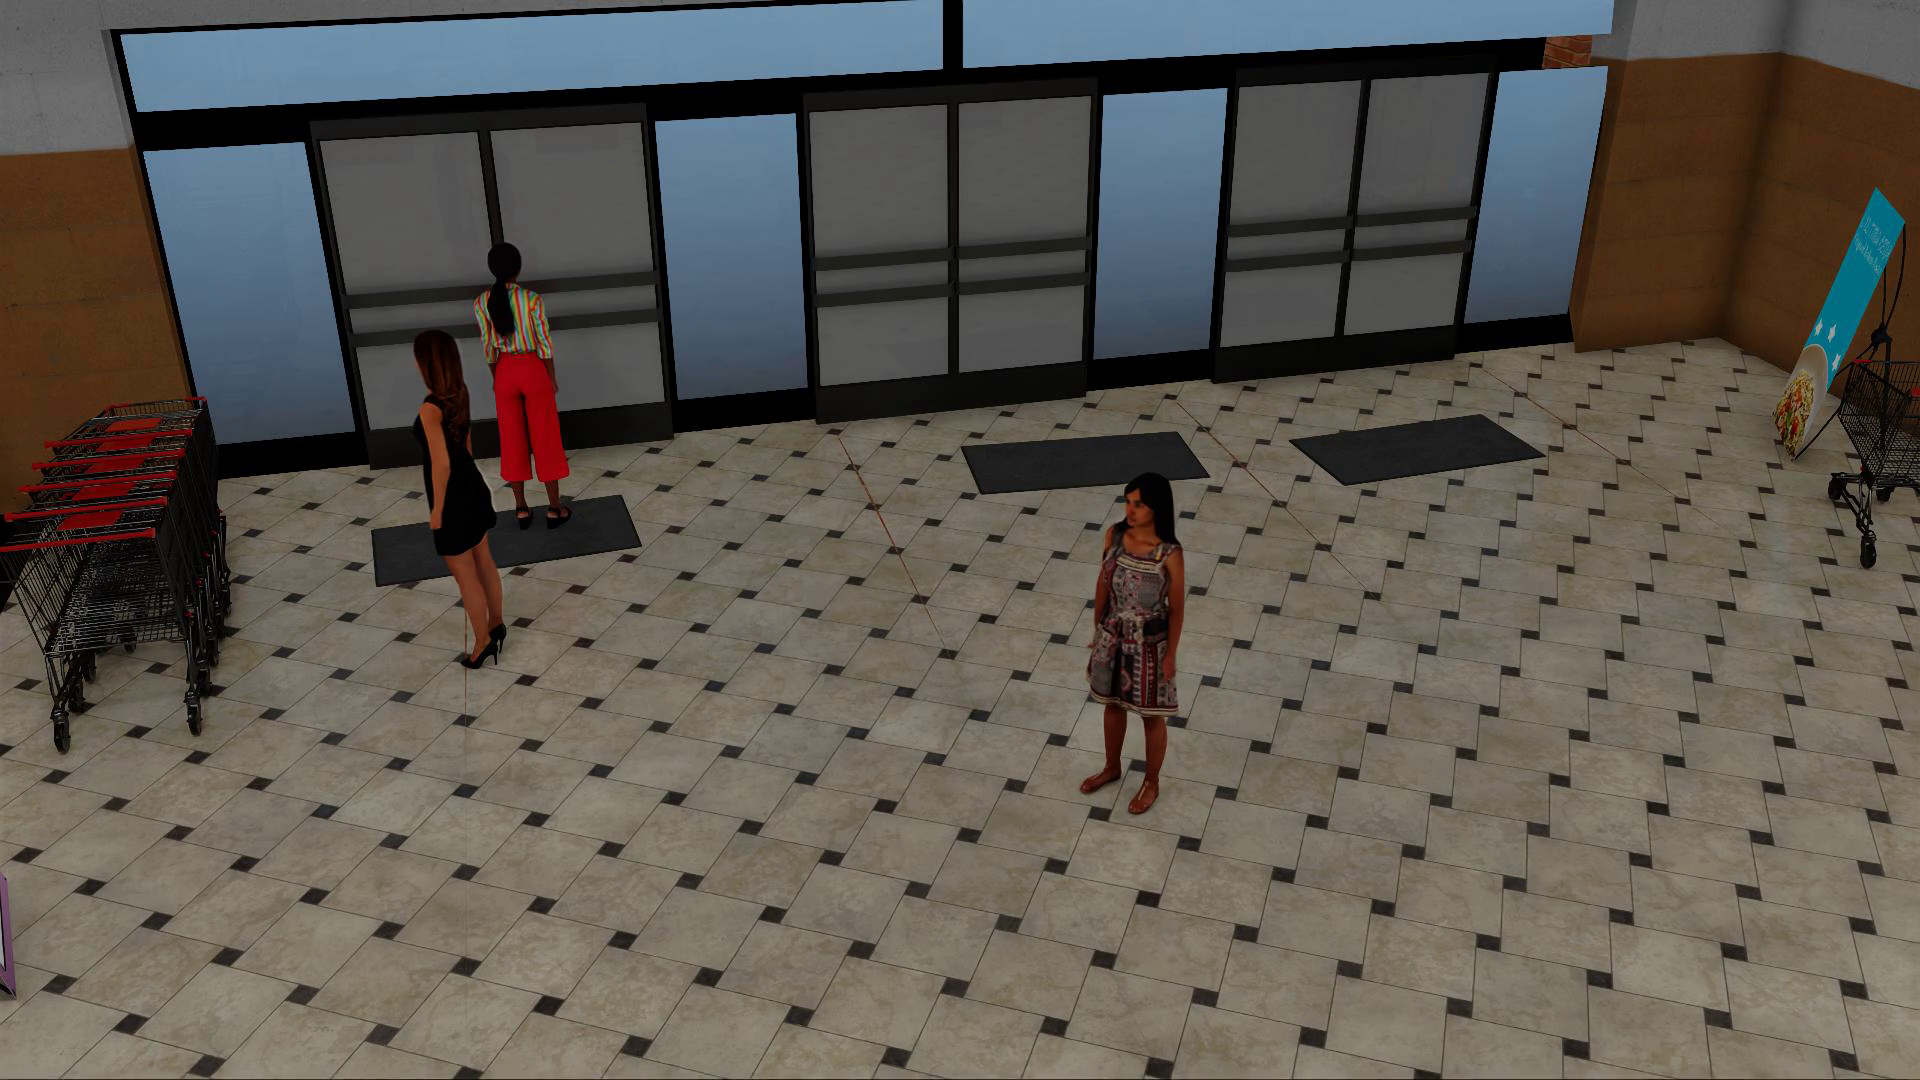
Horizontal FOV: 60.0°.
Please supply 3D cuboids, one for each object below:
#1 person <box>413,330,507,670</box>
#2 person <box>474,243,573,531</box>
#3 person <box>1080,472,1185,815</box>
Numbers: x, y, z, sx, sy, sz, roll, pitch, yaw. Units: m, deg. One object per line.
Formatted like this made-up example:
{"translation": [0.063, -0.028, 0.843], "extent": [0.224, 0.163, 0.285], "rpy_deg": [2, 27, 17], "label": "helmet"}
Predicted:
{"translation": [-2.551, -0.188, 8.450], "extent": [0.719, 1.834, 0.597], "rpy_deg": [4, 27, 8], "label": "person"}
{"translation": [-2.601, -0.901, 9.902], "extent": [0.653, 1.793, 0.621], "rpy_deg": [1, 27, 1], "label": "person"}
{"translation": [0.796, 0.446, 7.409], "extent": [0.672, 1.645, 0.786], "rpy_deg": [22, 34, 36], "label": "person"}
